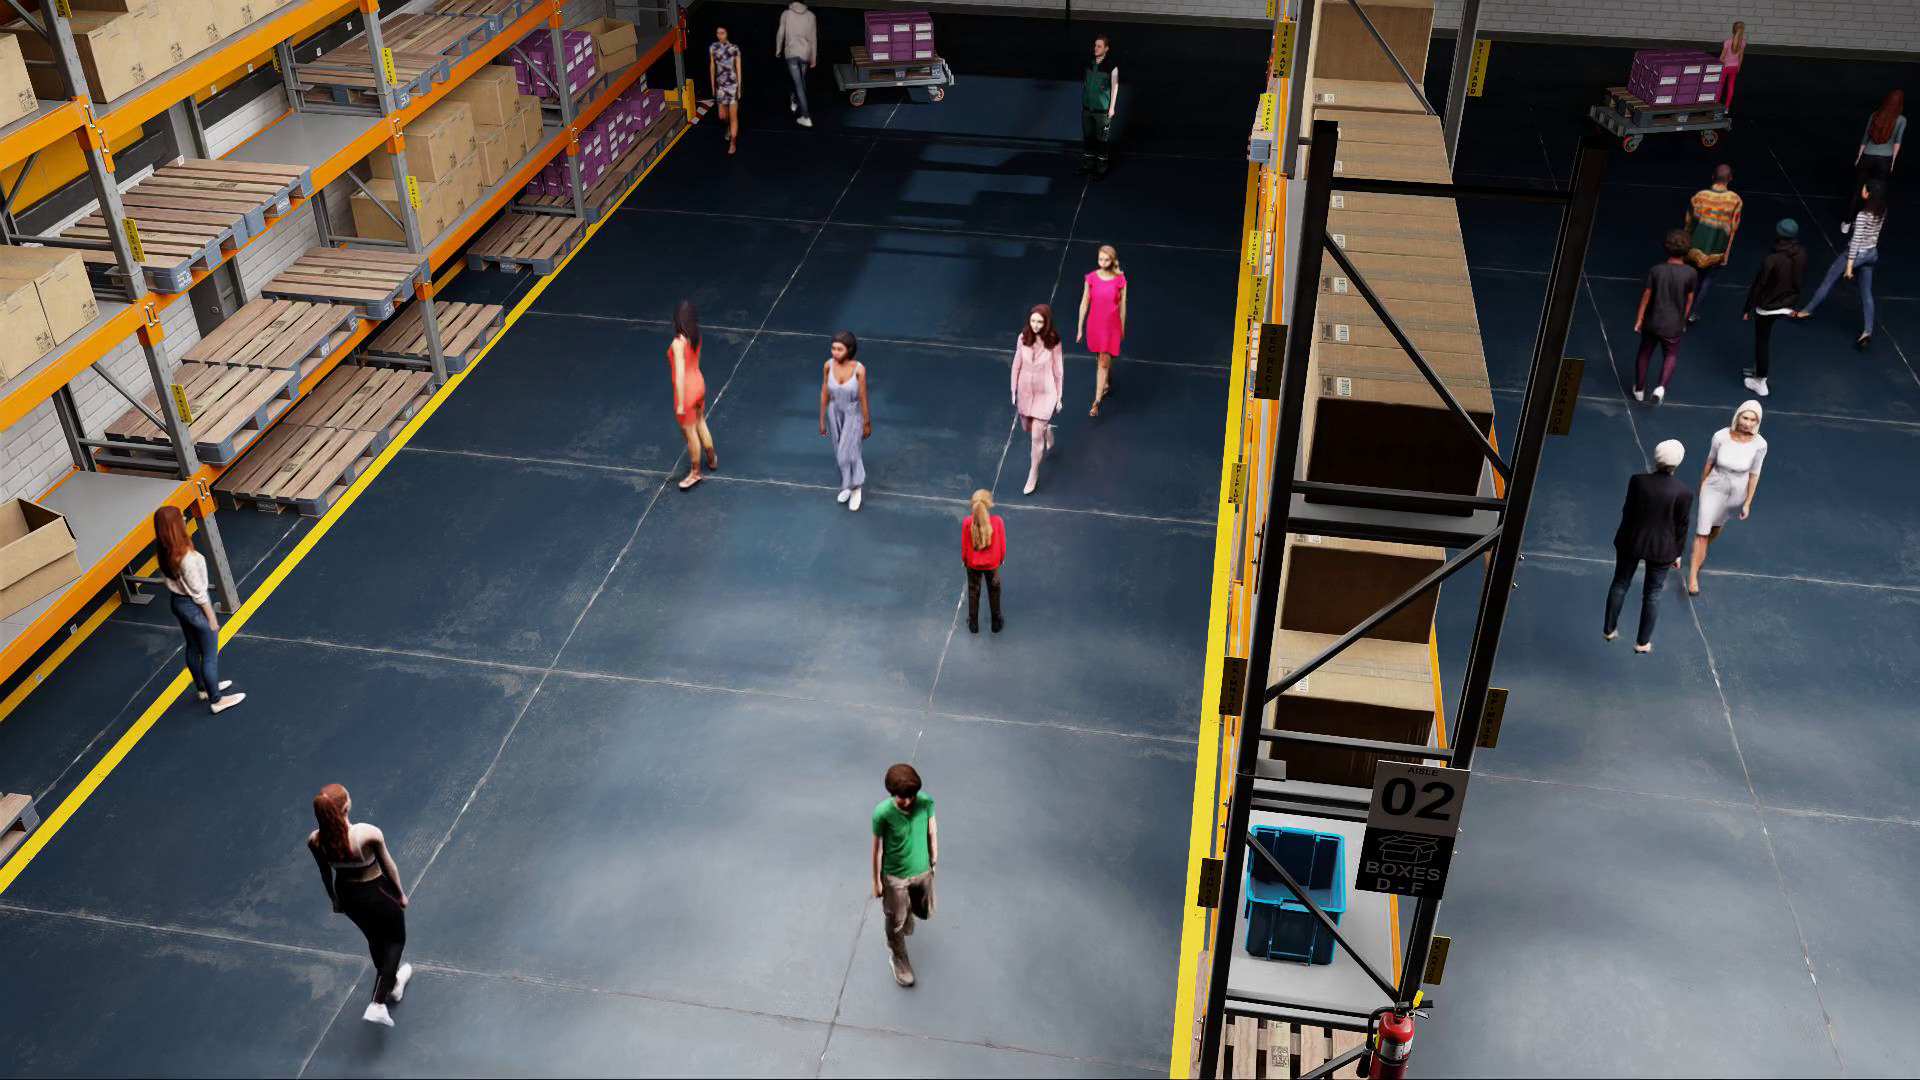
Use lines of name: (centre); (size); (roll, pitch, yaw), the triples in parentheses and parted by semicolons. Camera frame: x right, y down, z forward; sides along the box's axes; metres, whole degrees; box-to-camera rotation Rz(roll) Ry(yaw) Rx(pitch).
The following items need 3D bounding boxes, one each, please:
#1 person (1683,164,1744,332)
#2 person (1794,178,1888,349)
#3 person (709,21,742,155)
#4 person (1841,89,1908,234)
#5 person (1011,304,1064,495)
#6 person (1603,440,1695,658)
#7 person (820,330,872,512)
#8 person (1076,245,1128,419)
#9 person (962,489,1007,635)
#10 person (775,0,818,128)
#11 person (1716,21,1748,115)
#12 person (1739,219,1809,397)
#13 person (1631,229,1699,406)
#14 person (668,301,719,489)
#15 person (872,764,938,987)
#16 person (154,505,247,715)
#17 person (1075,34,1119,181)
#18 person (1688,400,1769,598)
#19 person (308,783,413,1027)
person: (7.812, -3.027, 17.442); (0.781, 1.793, 0.781); (16, 37, 23)
person: (9.345, -2.814, 17.175); (1.060, 1.734, 1.218); (-16, 37, -22)
person: (-3.041, -6.000, 21.976); (0.617, 1.725, 0.763); (4, 34, 6)
person: (10.813, -4.458, 19.643); (0.642, 1.739, 0.647); (21, 39, 28)
person: (0.726, -1.328, 14.893); (0.815, 1.785, 1.101); (15, 36, 21)
person: (5.010, 0.059, 12.017); (0.815, 1.781, 0.743); (22, 40, 30)
person: (-0.957, -1.096, 14.637); (0.670, 1.683, 0.768); (13, 36, 19)
person: (1.413, -2.086, 16.127); (0.687, 1.682, 1.082); (10, 35, 15)
person: (0.183, 0.164, 13.104); (0.531, 1.281, 0.527); (-1, 34, -1)
person: (-2.181, -6.554, 22.756); (1.141, 1.784, 1.327); (-15, 37, -22)
person: (10.813, -6.641, 23.354); (0.530, 1.267, 0.529); (-3, 34, -4)
person: (8.002, -2.233, 16.249); (0.844, 1.793, 0.887); (-11, 35, -15)
person: (6.811, -2.105, 16.082); (0.704, 1.764, 0.855); (13, 36, 19)
person: (-2.421, -1.281, 14.895); (0.829, 1.704, 0.498); (1, 34, 1)
person: (-0.373, 1.945, 10.104); (0.797, 1.636, 0.905); (-11, 35, -16)
person: (-5.645, 0.497, 12.198); (0.645, 1.729, 0.658); (24, 40, 31)
person: (1.749, -5.509, 21.131); (0.742, 1.843, 0.760); (25, 41, 32)
person: (6.241, -0.415, 13.600); (0.675, 1.696, 1.102); (11, 35, 16)
person: (-3.478, 2.166, 9.686); (0.684, 1.730, 0.912); (1, 34, 1)
